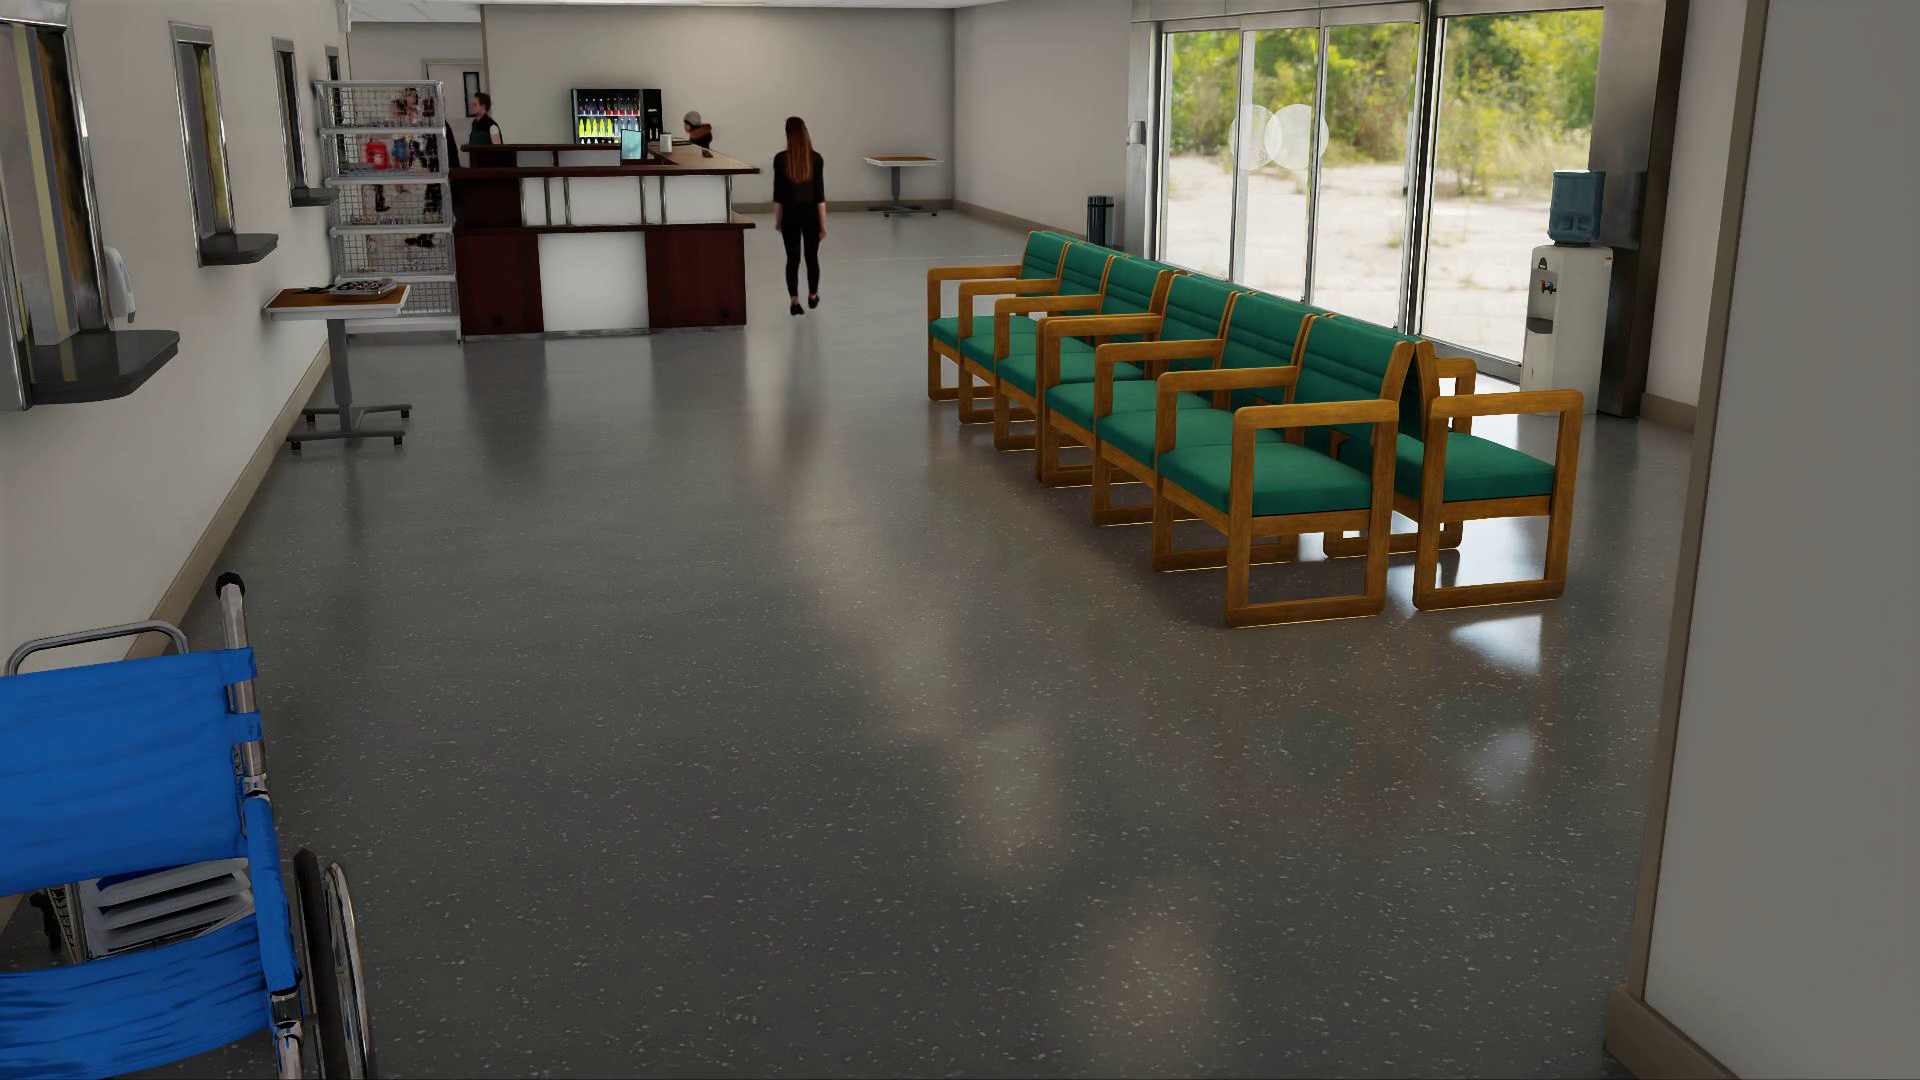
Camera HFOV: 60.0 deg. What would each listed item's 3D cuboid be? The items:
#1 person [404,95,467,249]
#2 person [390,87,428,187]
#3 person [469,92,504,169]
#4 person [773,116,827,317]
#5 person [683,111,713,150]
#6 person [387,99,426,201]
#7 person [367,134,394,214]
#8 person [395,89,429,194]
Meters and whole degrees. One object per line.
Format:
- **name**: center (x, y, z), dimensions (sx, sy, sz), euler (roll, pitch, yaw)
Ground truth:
- **person**: center (-5.998, -4.340, 19.727), dimensions (1.181, 1.794, 0.955), euler (-10, 19, -32)
- **person**: center (-9.782, -7.259, 30.141), dimensions (1.251, 1.761, 0.740), euler (-7, 17, -22)
- **person**: center (-5.583, -4.329, 19.599), dimensions (0.725, 1.842, 0.728), euler (-14, 21, -40)
- **person**: center (-1.390, -2.706, 14.184), dimensions (1.161, 1.657, 0.900), euler (0, 16, 2)
- **person**: center (-3.032, -4.270, 19.824), dimensions (0.865, 1.606, 0.754), euler (1, 16, 4)
- **person**: center (-9.230, -6.461, 27.584), dimensions (1.005, 1.613, 1.064), euler (9, 18, 29)
- **person**: center (-8.787, -5.567, 25.068), dimensions (0.819, 1.257, 0.825), euler (13, 20, 38)
- **person**: center (-9.465, -6.802, 28.558), dimensions (1.219, 1.739, 0.872), euler (1, 16, 4)
